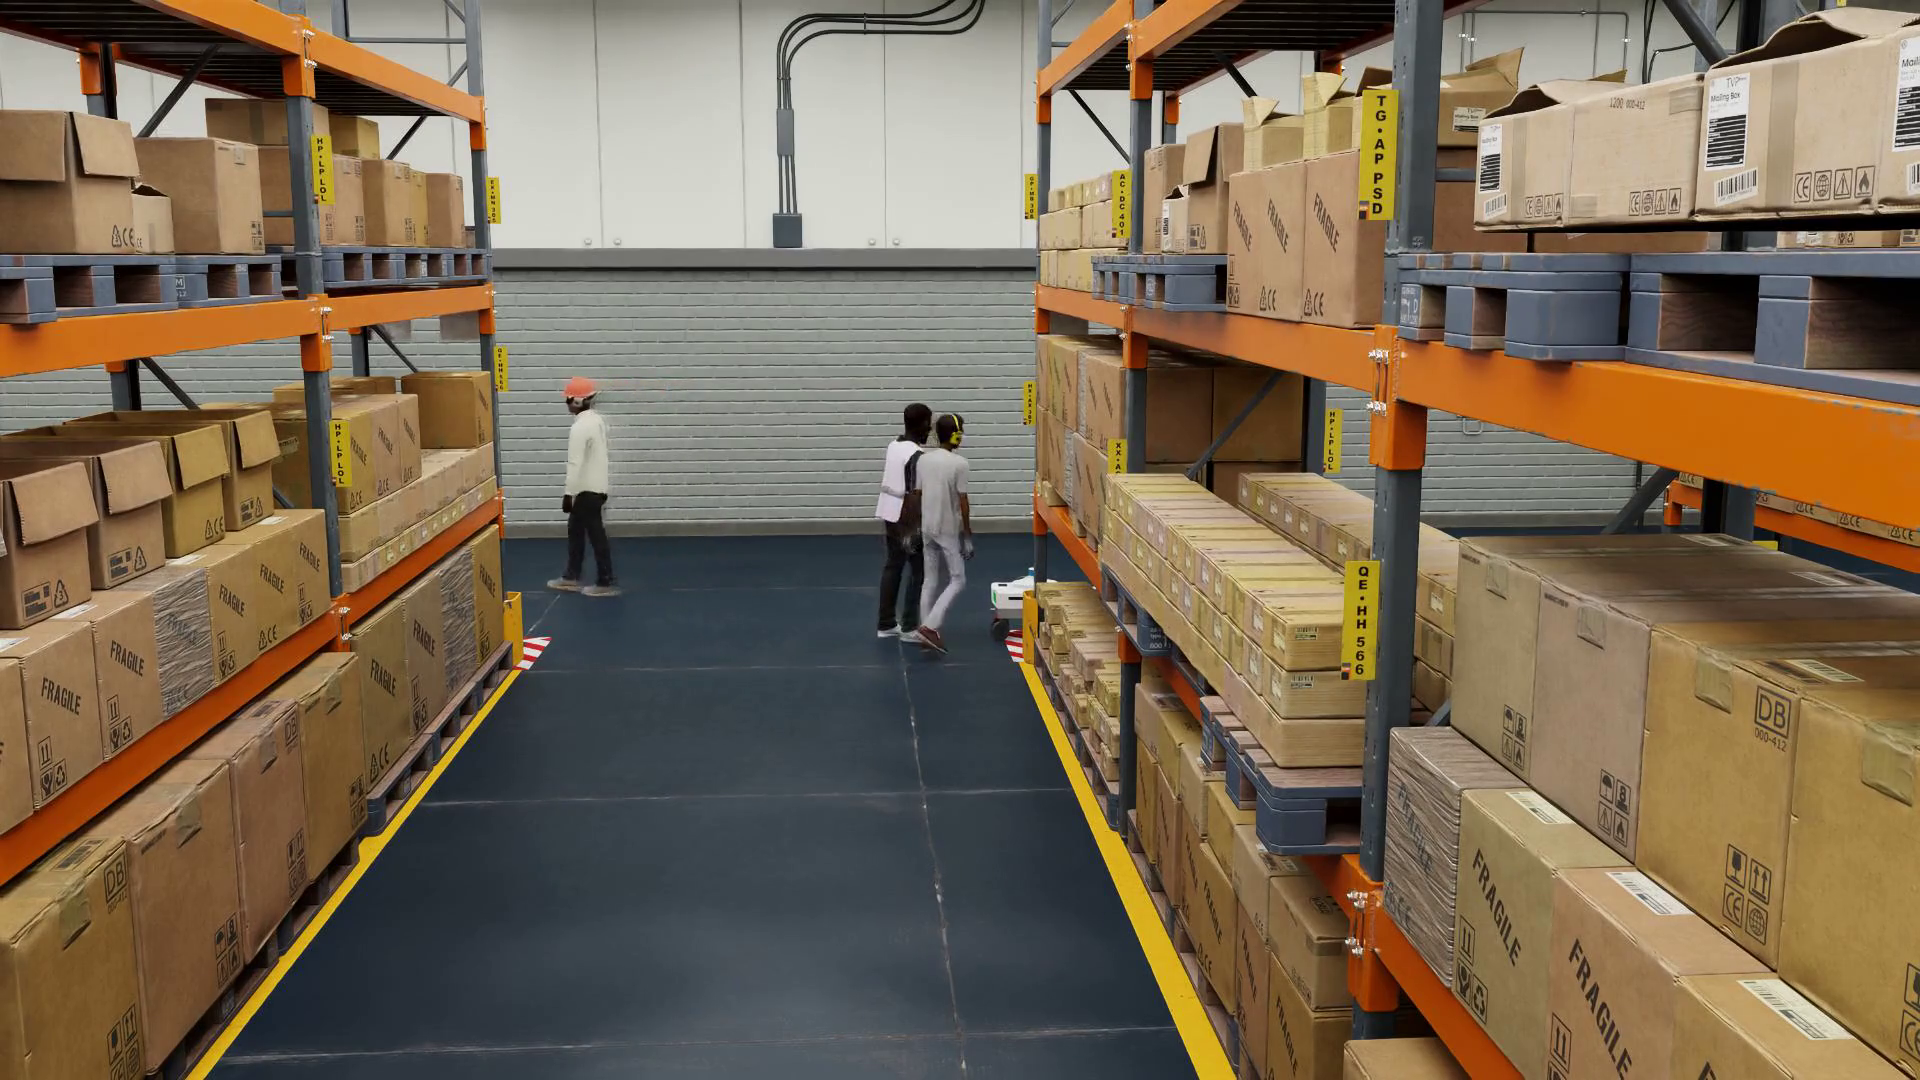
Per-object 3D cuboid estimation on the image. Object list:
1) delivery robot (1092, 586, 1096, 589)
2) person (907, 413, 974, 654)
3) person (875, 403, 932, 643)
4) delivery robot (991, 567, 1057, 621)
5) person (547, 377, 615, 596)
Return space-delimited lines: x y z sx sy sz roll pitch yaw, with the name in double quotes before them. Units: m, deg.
"delivery robot" 1.179 0.503 13.077 0.477 0.478 0.707 8 12 40
"person" -0.159 -0.041 12.754 0.639 1.850 0.454 7 12 36
"person" -0.452 -0.141 13.166 0.425 1.905 0.697 -4 10 -22
"delivery robot" 0.597 0.464 13.307 0.707 0.478 0.477 0 10 1
"person" -3.468 -0.465 14.874 0.807 1.969 0.646 1 10 3
